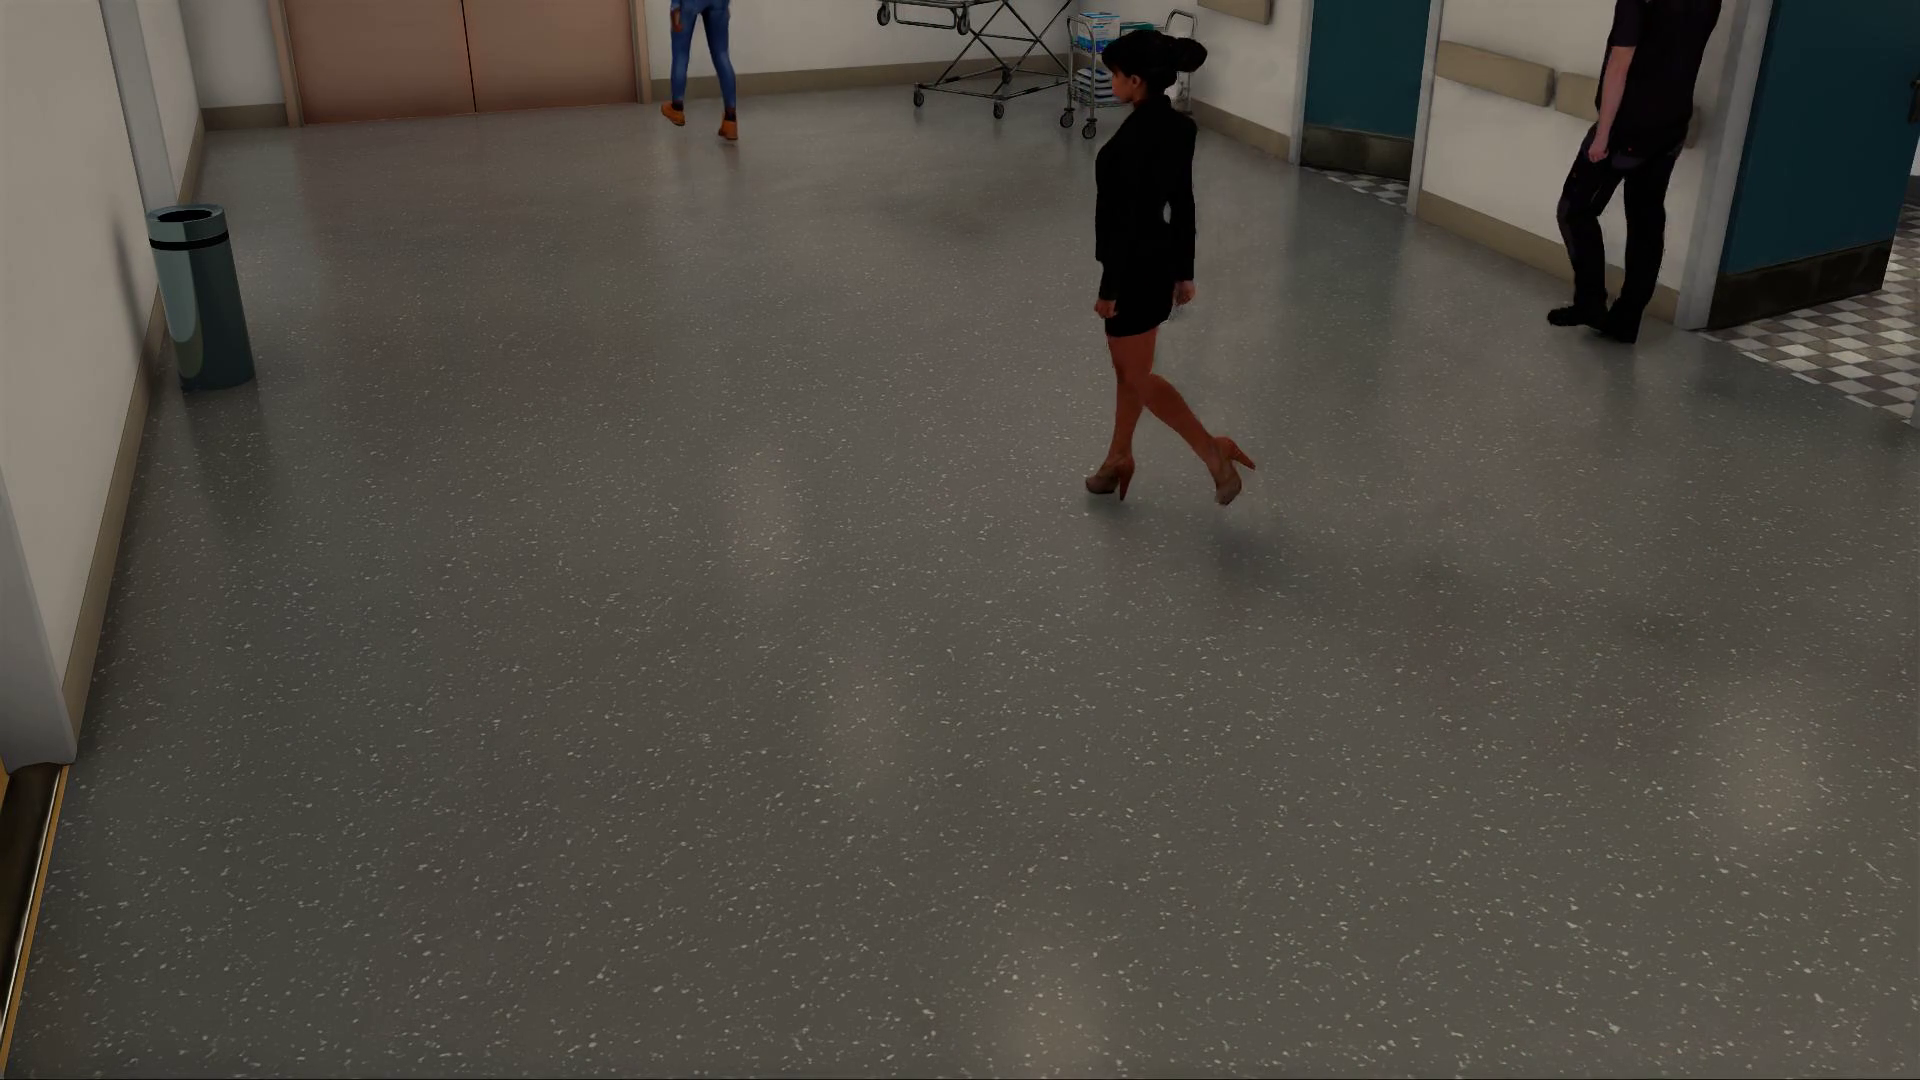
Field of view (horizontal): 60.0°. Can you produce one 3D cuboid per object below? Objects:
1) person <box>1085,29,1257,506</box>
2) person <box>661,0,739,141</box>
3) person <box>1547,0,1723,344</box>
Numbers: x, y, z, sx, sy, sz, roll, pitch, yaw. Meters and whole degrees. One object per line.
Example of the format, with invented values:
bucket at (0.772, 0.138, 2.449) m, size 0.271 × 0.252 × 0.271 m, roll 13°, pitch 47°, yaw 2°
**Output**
person at (0.663, -0.820, 5.480) m, size 0.991 × 1.623 × 0.879 m, roll 15°, pitch 30°, yaw 29°
person at (-1.643, -3.459, 10.891) m, size 0.800 × 1.677 × 1.130 m, roll -16°, pitch 30°, yaw -30°
person at (2.973, -1.727, 7.116) m, size 0.780 × 1.837 × 0.678 m, roll -12°, pitch 28°, yaw -24°
